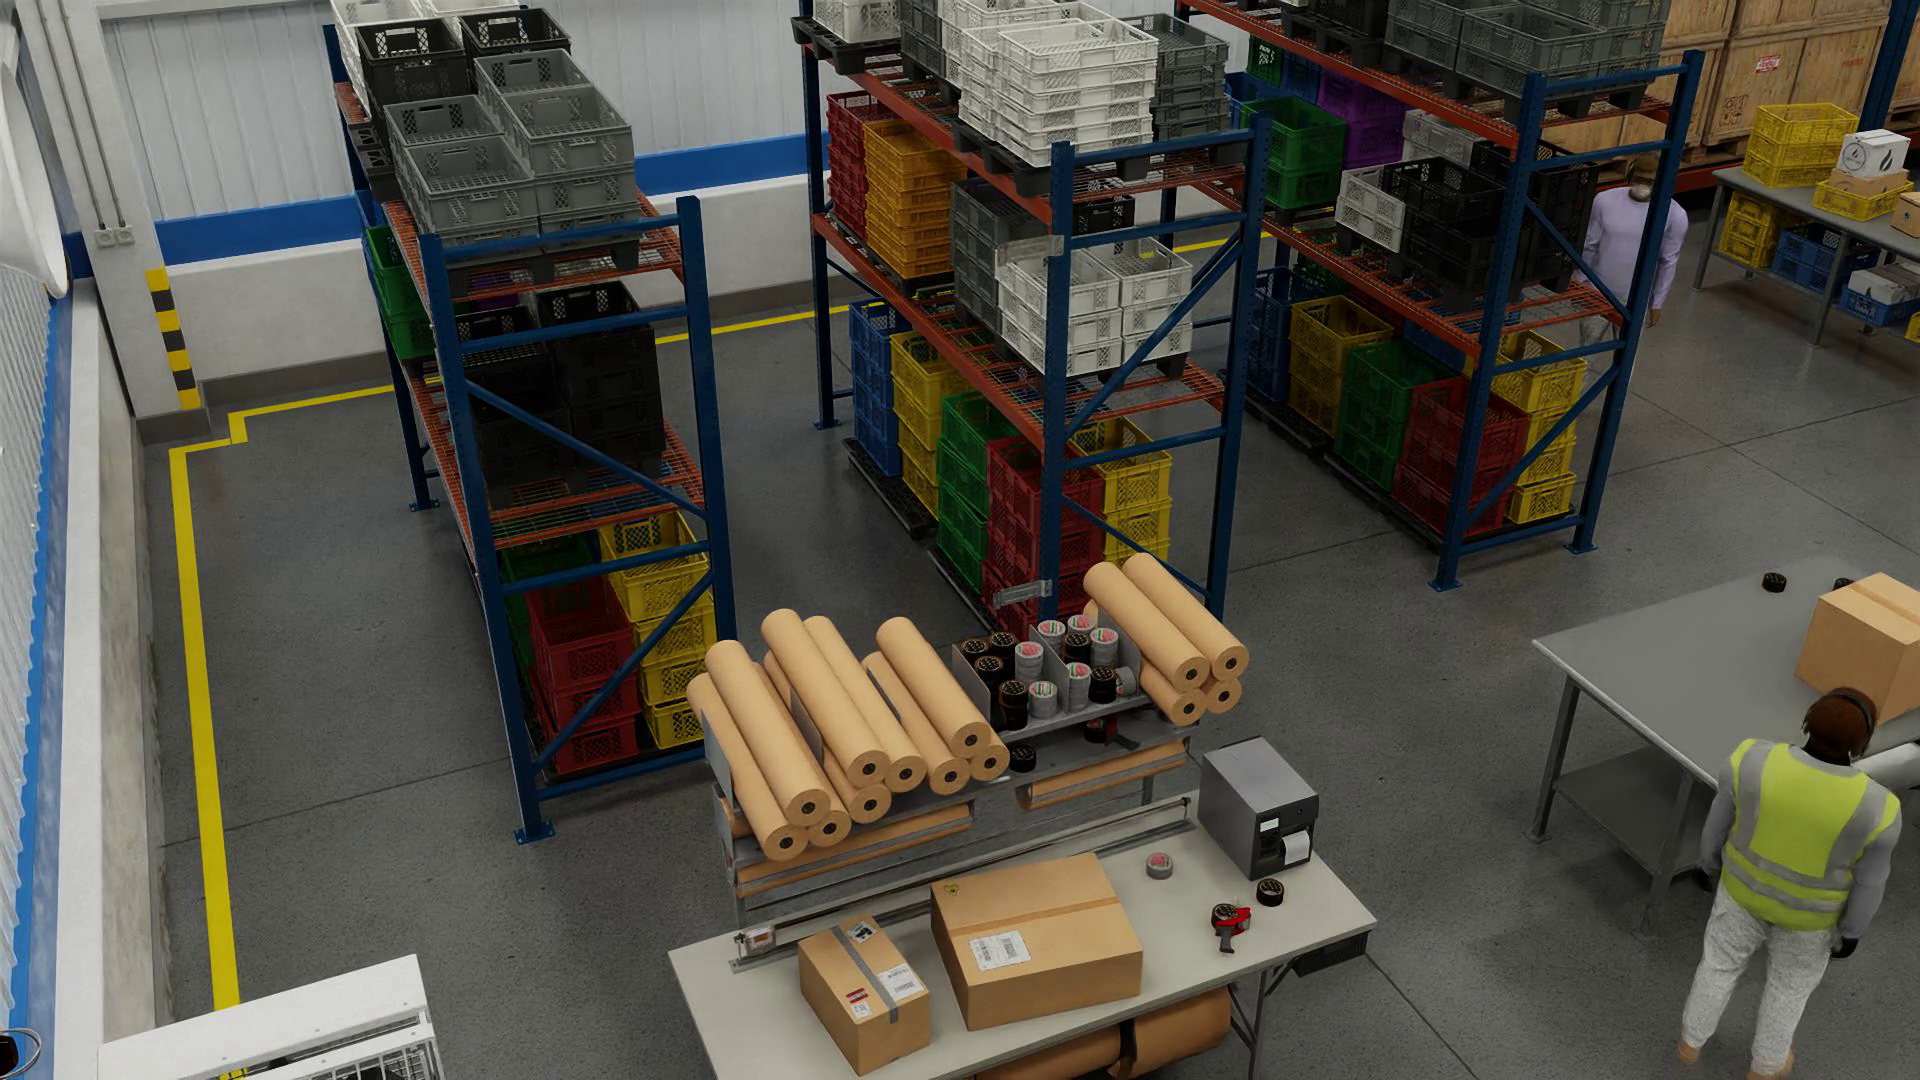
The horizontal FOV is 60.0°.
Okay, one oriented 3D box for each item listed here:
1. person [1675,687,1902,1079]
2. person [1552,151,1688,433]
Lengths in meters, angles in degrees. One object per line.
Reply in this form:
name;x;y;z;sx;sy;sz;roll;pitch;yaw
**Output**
person;3.115;1.331;6.298;0.632;1.840;0.429;23;39;33
person;4.368;-1.635;11.022;0.632;1.940;0.372;18;36;26
